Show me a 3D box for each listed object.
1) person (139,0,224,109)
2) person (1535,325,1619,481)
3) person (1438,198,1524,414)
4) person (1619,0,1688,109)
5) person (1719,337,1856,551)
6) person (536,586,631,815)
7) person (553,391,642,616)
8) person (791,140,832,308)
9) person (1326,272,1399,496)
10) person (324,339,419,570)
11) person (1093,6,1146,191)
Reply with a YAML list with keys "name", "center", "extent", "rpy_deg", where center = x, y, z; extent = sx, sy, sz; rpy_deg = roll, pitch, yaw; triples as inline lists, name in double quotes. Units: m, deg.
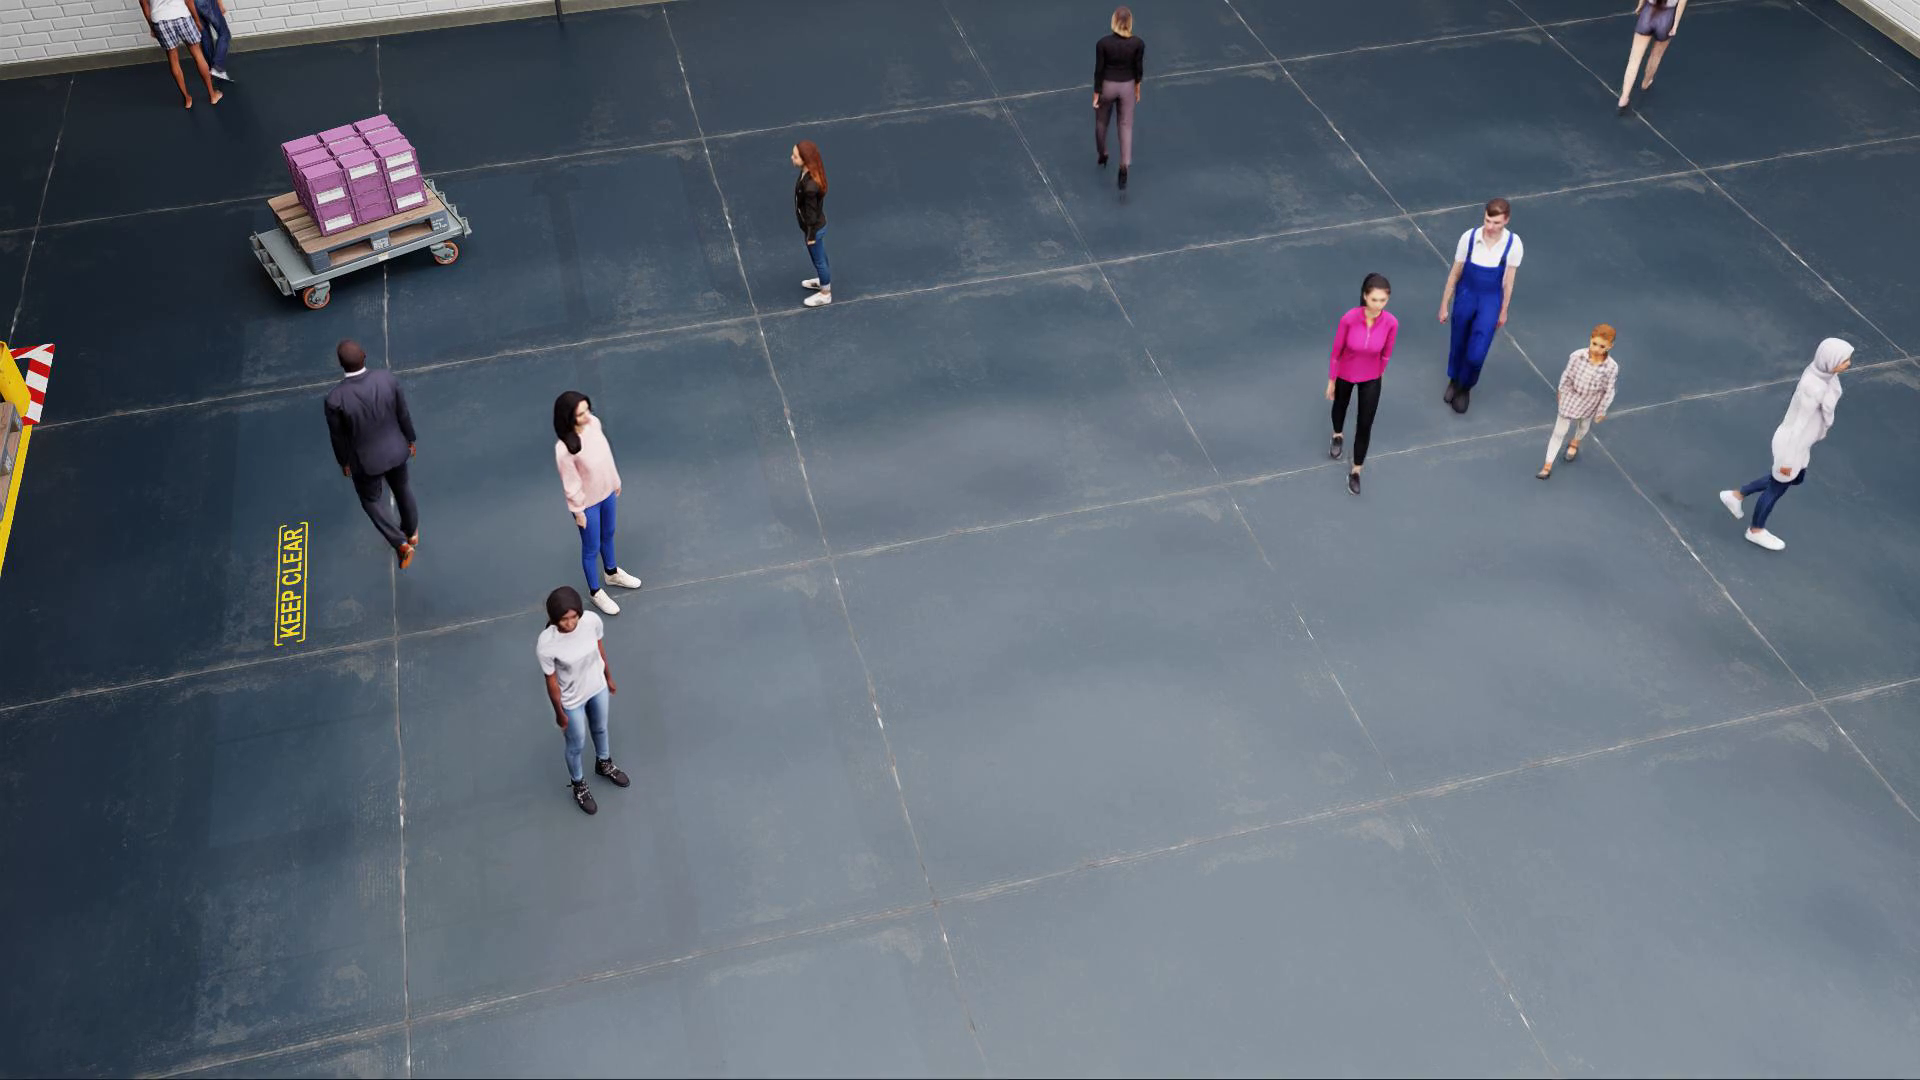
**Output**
- name: "person"
  center: [-7.543, -4.978, 15.923]
  extent: [0.629, 1.735, 0.512]
  rpy_deg: [-10, 44, -10]
- name: "person"
  center: [4.577, -1.068, 12.151]
  extent: [0.911, 1.276, 0.958]
  rpy_deg: [24, 48, 23]
- name: "person"
  center: [3.926, -1.832, 12.551]
  extent: [0.817, 1.831, 0.875]
  rpy_deg: [18, 46, 18]
- name: "person"
  center: [6.639, -4.901, 15.936]
  extent: [1.042, 1.605, 1.101]
  rpy_deg: [23, 48, 22]
- name: "person"
  center: [5.631, -0.689, 11.396]
  extent: [0.915, 1.770, 0.847]
  rpy_deg: [25, 49, 24]
- name: "person"
  center: [-2.227, 0.902, 9.761]
  extent: [0.682, 1.721, 0.661]
  rpy_deg: [32, 52, 29]
- name: "person"
  center: [-2.431, -0.278, 10.965]
  extent: [0.781, 1.770, 0.695]
  rpy_deg: [17, 46, 17]
- name: "person"
  center: [-1.195, -2.613, 13.626]
  extent: [0.635, 1.480, 0.462]
  rpy_deg: [-5, 44, -6]
- name: "person"
  center: [2.867, -1.246, 12.052]
  extent: [0.845, 1.671, 1.035]
  rpy_deg: [9, 44, 9]
- name: "person"
  center: [-3.889, -0.544, 11.215]
  extent: [0.876, 1.810, 1.004]
  rpy_deg: [-27, 50, -25]
- name: "person"
  center: [1.415, -3.919, 14.879]
  extent: [0.741, 1.643, 1.058]
  rpy_deg: [-2, 44, -2]
